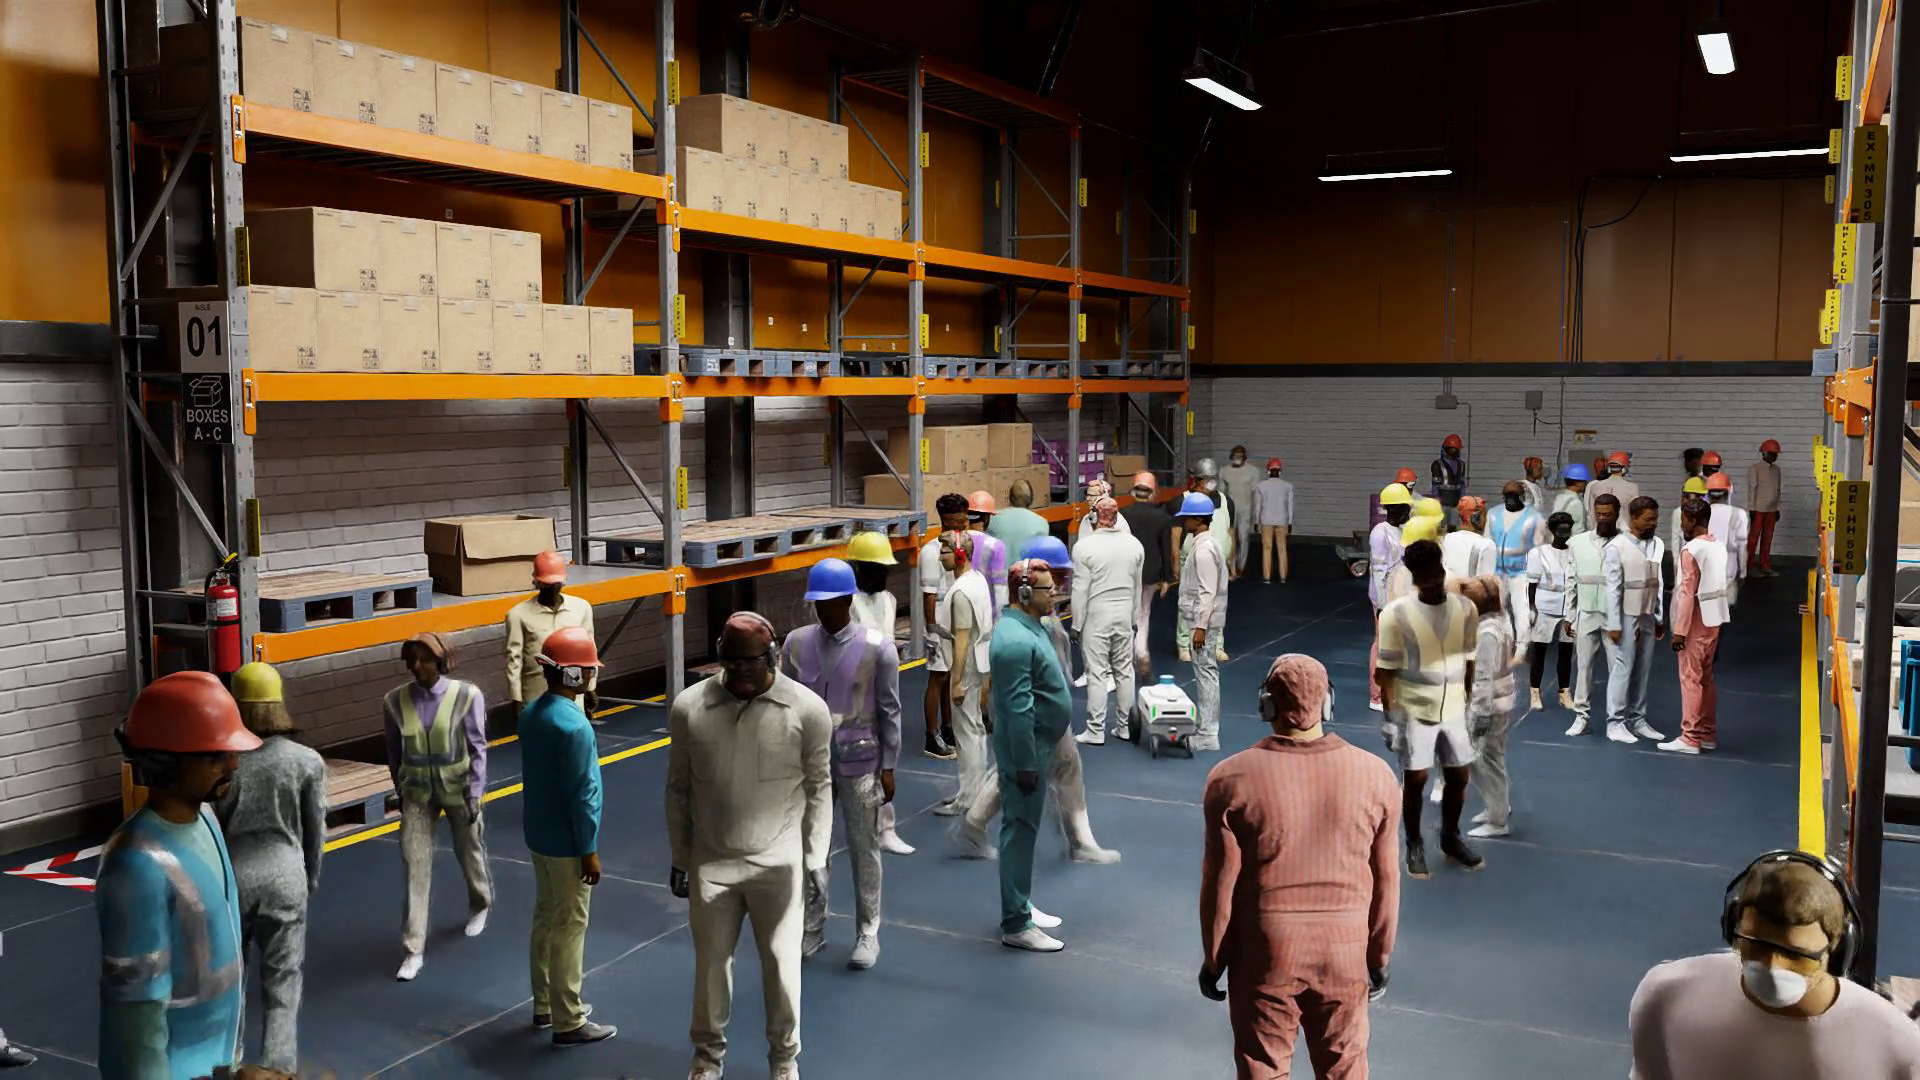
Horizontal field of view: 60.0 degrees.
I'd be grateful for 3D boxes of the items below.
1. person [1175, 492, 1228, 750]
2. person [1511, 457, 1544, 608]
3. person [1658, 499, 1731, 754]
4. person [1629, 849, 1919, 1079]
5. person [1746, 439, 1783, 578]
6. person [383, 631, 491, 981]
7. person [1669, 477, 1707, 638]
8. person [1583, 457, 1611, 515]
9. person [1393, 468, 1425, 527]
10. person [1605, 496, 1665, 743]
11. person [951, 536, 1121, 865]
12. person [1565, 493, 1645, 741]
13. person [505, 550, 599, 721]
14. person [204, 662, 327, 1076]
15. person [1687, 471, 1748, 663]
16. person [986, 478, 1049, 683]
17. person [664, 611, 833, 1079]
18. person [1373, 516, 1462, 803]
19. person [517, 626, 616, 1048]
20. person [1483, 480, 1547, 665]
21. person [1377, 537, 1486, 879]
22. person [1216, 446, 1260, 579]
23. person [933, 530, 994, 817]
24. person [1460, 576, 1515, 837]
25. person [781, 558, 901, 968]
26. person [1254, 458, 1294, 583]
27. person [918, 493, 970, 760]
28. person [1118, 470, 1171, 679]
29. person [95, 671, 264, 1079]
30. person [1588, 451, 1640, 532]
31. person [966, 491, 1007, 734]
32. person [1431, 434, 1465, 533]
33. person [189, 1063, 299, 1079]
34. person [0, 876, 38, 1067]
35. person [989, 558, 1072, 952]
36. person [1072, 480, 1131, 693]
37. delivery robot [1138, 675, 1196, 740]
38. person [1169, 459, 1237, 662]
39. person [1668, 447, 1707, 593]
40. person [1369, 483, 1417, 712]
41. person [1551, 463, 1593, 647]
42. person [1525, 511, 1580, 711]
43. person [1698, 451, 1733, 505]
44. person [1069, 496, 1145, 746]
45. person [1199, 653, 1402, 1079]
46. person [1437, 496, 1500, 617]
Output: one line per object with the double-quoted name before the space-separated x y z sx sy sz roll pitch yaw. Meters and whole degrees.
"person" 1.820 0.611 12.594 0.404 1.945 0.615 1 5 9
"person" 6.997 -0.085 20.462 0.338 1.880 0.580 5 7 41
"person" 5.555 0.643 12.493 0.399 1.908 0.599 5 7 44
"person" 1.670 1.507 3.343 0.934 1.898 0.646 -4 7 -38
"person" 11.534 -0.449 23.816 0.615 1.985 0.412 -2 6 -25
"person" -2.498 1.213 8.014 0.511 1.595 0.884 0 5 -2
"person" 7.906 0.202 17.979 0.530 1.767 0.320 -3 6 -28
"person" 7.785 -0.072 20.367 0.368 1.877 0.581 1 5 7
"person" 5.444 -0.007 20.290 0.340 1.748 0.563 -4 6 -34
"person" 5.212 0.607 12.867 0.597 1.909 0.405 -3 6 -31
"person" 0.411 0.918 9.518 0.948 1.912 0.616 0 5 -1
"person" 5.016 0.593 12.947 0.591 1.919 0.392 3 6 32
"person" -2.523 0.925 10.337 0.575 1.737 0.354 -3 6 -32
"person" -2.665 1.313 6.315 0.494 1.706 0.851 -2 6 -24
"person" 7.379 0.287 16.264 0.558 1.919 0.672 4 7 36
"person" 0.497 0.391 15.164 0.633 1.909 0.776 2 6 21
"person" -0.812 1.214 6.362 0.643 1.903 0.401 0 5 3
"person" 2.983 0.792 10.860 0.415 1.908 0.620 -2 6 -25
"person" -1.647 1.232 7.009 0.350 1.743 0.563 -4 7 -35
"person" 5.495 0.316 16.513 0.639 1.828 0.463 5 7 43
"person" 2.597 0.935 9.225 0.648 1.924 0.471 -1 5 -12
"person" 3.920 -0.382 23.557 0.677 1.895 0.819 3 6 25
"person" 0.044 0.848 10.657 0.394 1.836 0.560 1 5 8
"person" 3.168 1.014 10.040 0.370 1.609 0.533 1 5 9
"person" -0.585 1.049 7.882 0.615 1.945 0.404 2 6 18
"person" 4.362 -0.273 23.151 0.572 1.747 0.346 0 5 -4
"person" -0.079 0.626 12.341 0.361 1.962 0.618 3 6 27
"person" 1.694 0.324 15.623 0.619 1.965 0.865 -1 5 -10
"person" -1.982 1.344 4.293 0.410 2.035 0.606 -1 5 -11
"person" 7.686 -0.050 19.525 0.621 1.985 0.408 5 7 44
"person" 0.134 0.577 13.118 0.548 1.925 0.392 3 6 31
"person" 7.276 -0.553 24.703 0.604 2.034 0.418 -3 6 -28
"person" -1.097 1.629 2.355 0.876 1.806 0.523 -2 6 -21
"person" -4.075 1.281 6.575 0.618 1.725 0.603 0 5 0
"person" 0.348 1.039 8.213 0.409 1.909 0.640 0 5 3
"person" 1.241 0.413 14.955 0.408 1.908 0.643 -3 6 -32
"delivery robot" 1.553 1.262 12.507 0.477 0.478 0.707 0 5 -2
"person" 2.442 0.199 16.537 0.698 2.000 0.535 -1 5 -12
"person" 9.579 -0.238 21.720 0.423 1.962 0.612 0 5 -2
"person" 3.647 0.489 14.023 0.369 1.927 0.589 3 6 32
"person" 6.446 0.157 17.522 0.418 1.948 0.628 0 5 1
"person" 5.034 0.602 14.035 0.533 1.697 0.318 0 5 -3
"person" 9.288 -0.131 20.626 0.543 1.939 0.360 -3 6 -26
"person" 1.097 0.617 12.753 0.642 1.909 0.399 -3 6 -30
"person" 1.075 1.308 5.329 0.638 1.906 0.408 0 5 -2
"person" 3.994 0.594 13.121 0.337 1.881 0.584 -4 7 -35
